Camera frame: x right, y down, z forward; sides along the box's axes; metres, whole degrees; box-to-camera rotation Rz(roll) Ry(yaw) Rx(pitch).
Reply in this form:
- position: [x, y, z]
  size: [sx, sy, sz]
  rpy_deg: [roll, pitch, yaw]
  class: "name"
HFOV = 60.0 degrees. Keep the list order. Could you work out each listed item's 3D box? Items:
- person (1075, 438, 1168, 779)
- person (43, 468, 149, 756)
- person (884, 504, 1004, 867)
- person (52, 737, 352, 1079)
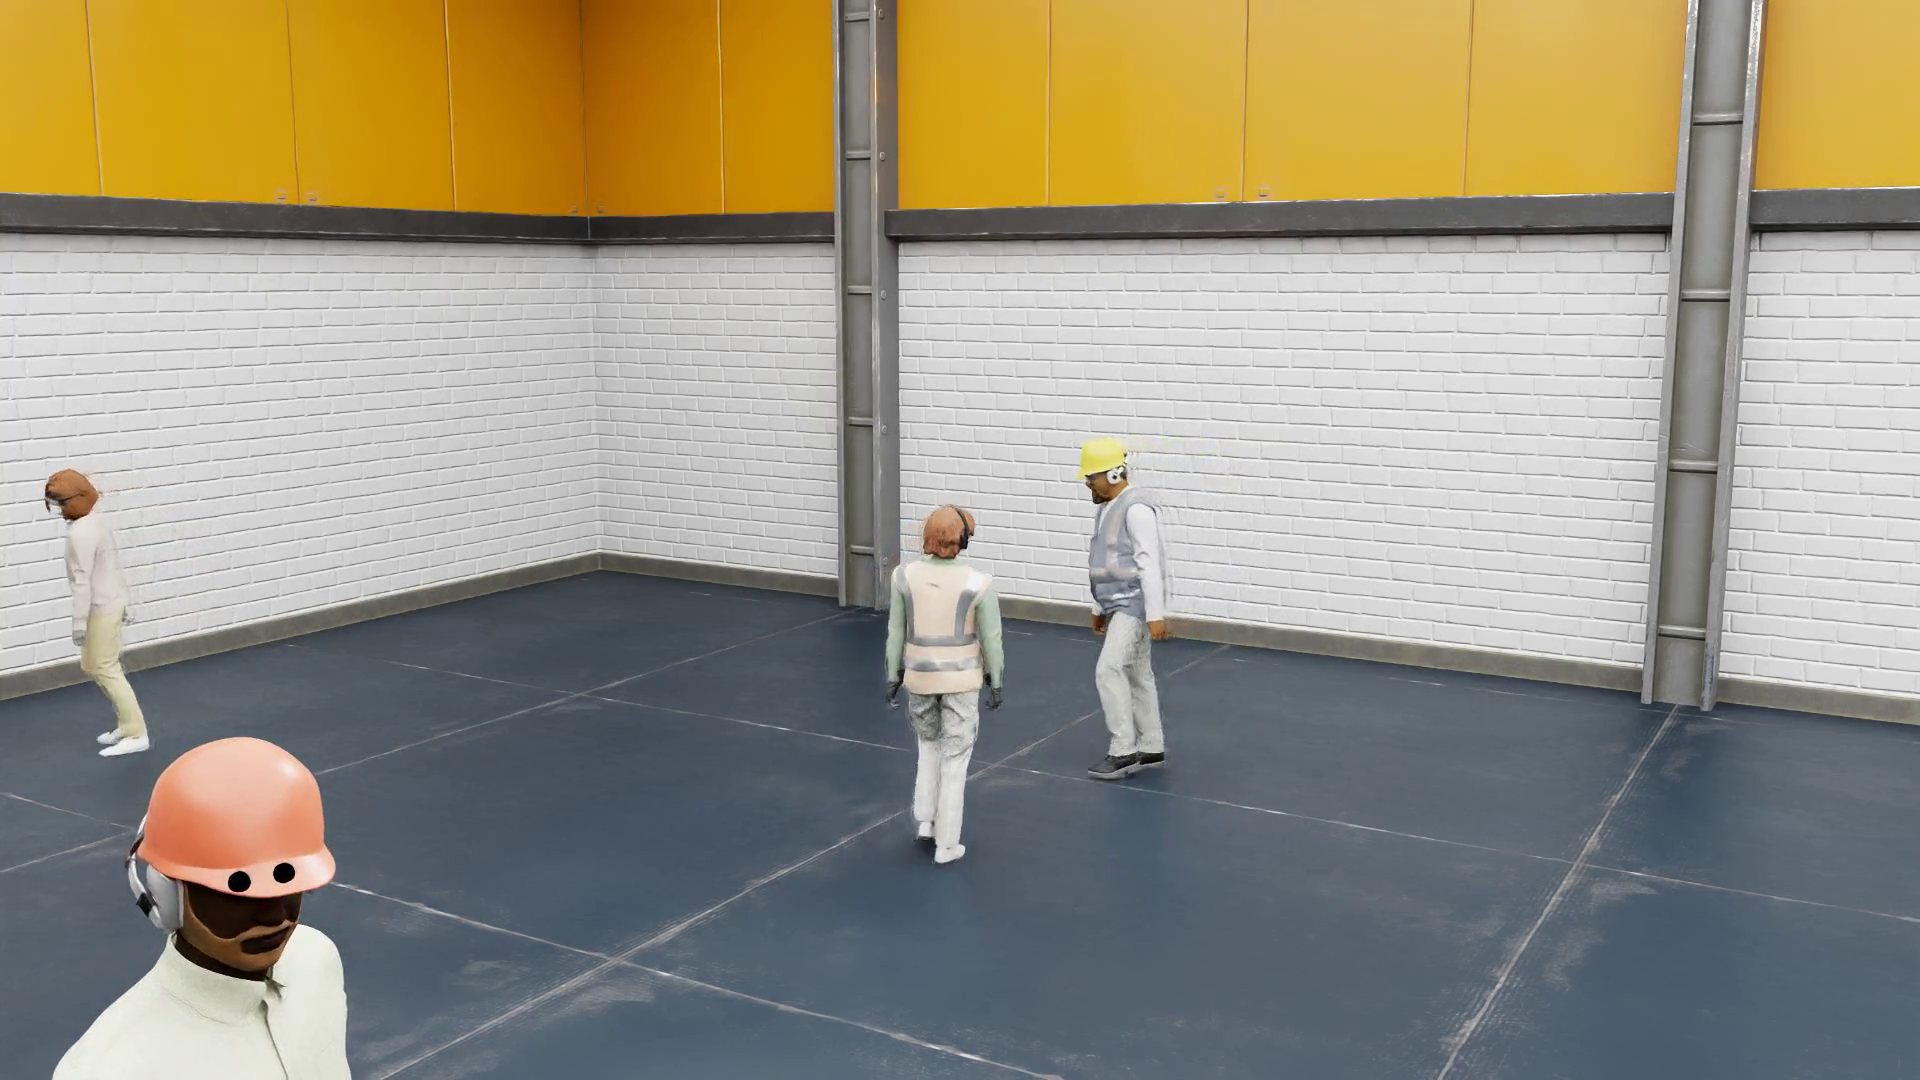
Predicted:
- position: [0.834, 0.353, 8.797]
  size: [0.599, 1.792, 0.623]
  rpy_deg: [-1, 9, -8]
  class: "person"
- position: [-4.698, 0.398, 9.064]
  size: [0.438, 1.605, 0.518]
  rpy_deg: [-4, 10, -25]
  class: "person"
- position: [-0.051, 0.645, 7.504]
  size: [0.539, 1.617, 0.473]
  rpy_deg: [3, 10, 19]
  class: "person"
- position: [-1.060, 1.261, 2.499]
  size: [0.391, 1.990, 0.623]
  rpy_deg: [1, 9, 9]
  class: "person"
